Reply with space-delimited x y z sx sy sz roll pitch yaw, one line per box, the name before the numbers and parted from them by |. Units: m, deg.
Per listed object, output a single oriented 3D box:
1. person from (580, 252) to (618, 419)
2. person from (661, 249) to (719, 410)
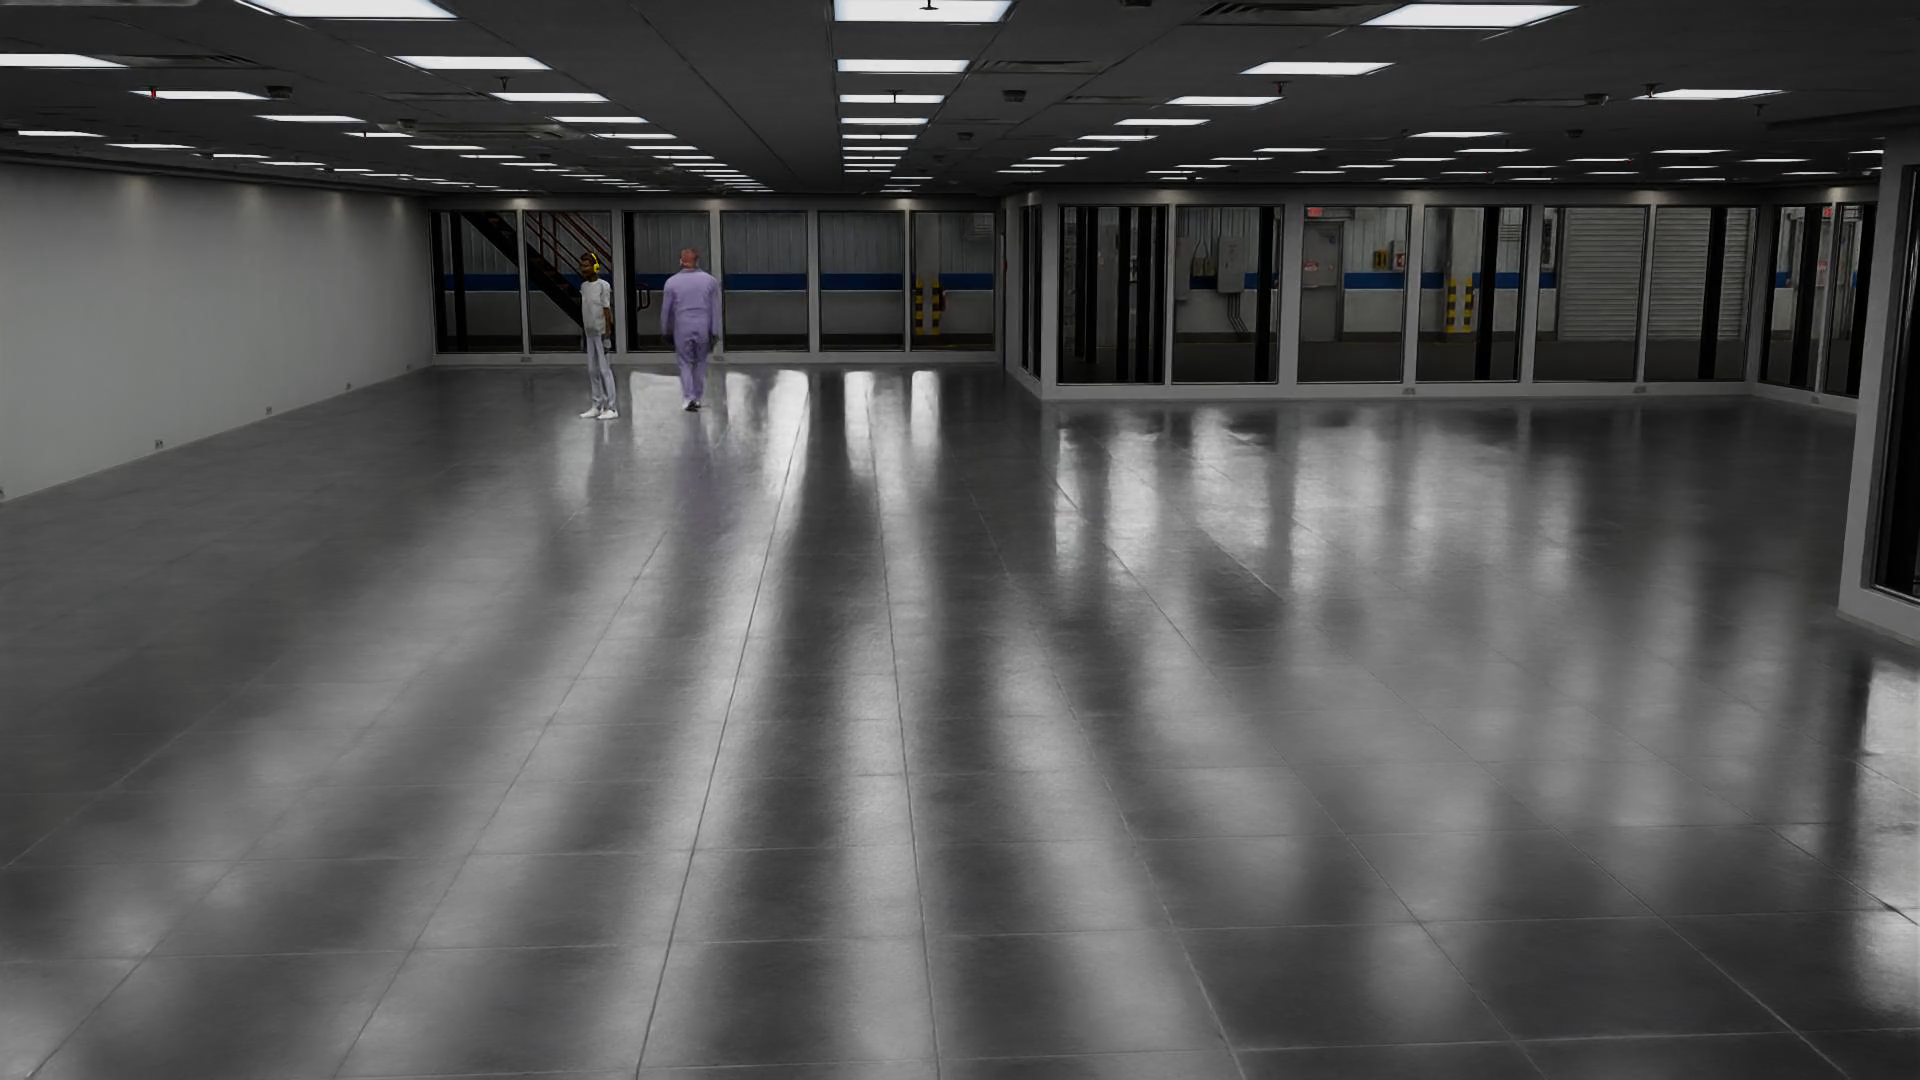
person | -4.072 -2.276 18.612 0.507 1.861 0.328 9 14 41
person | -3.164 -2.467 19.555 0.672 1.880 0.650 -4 11 -21
